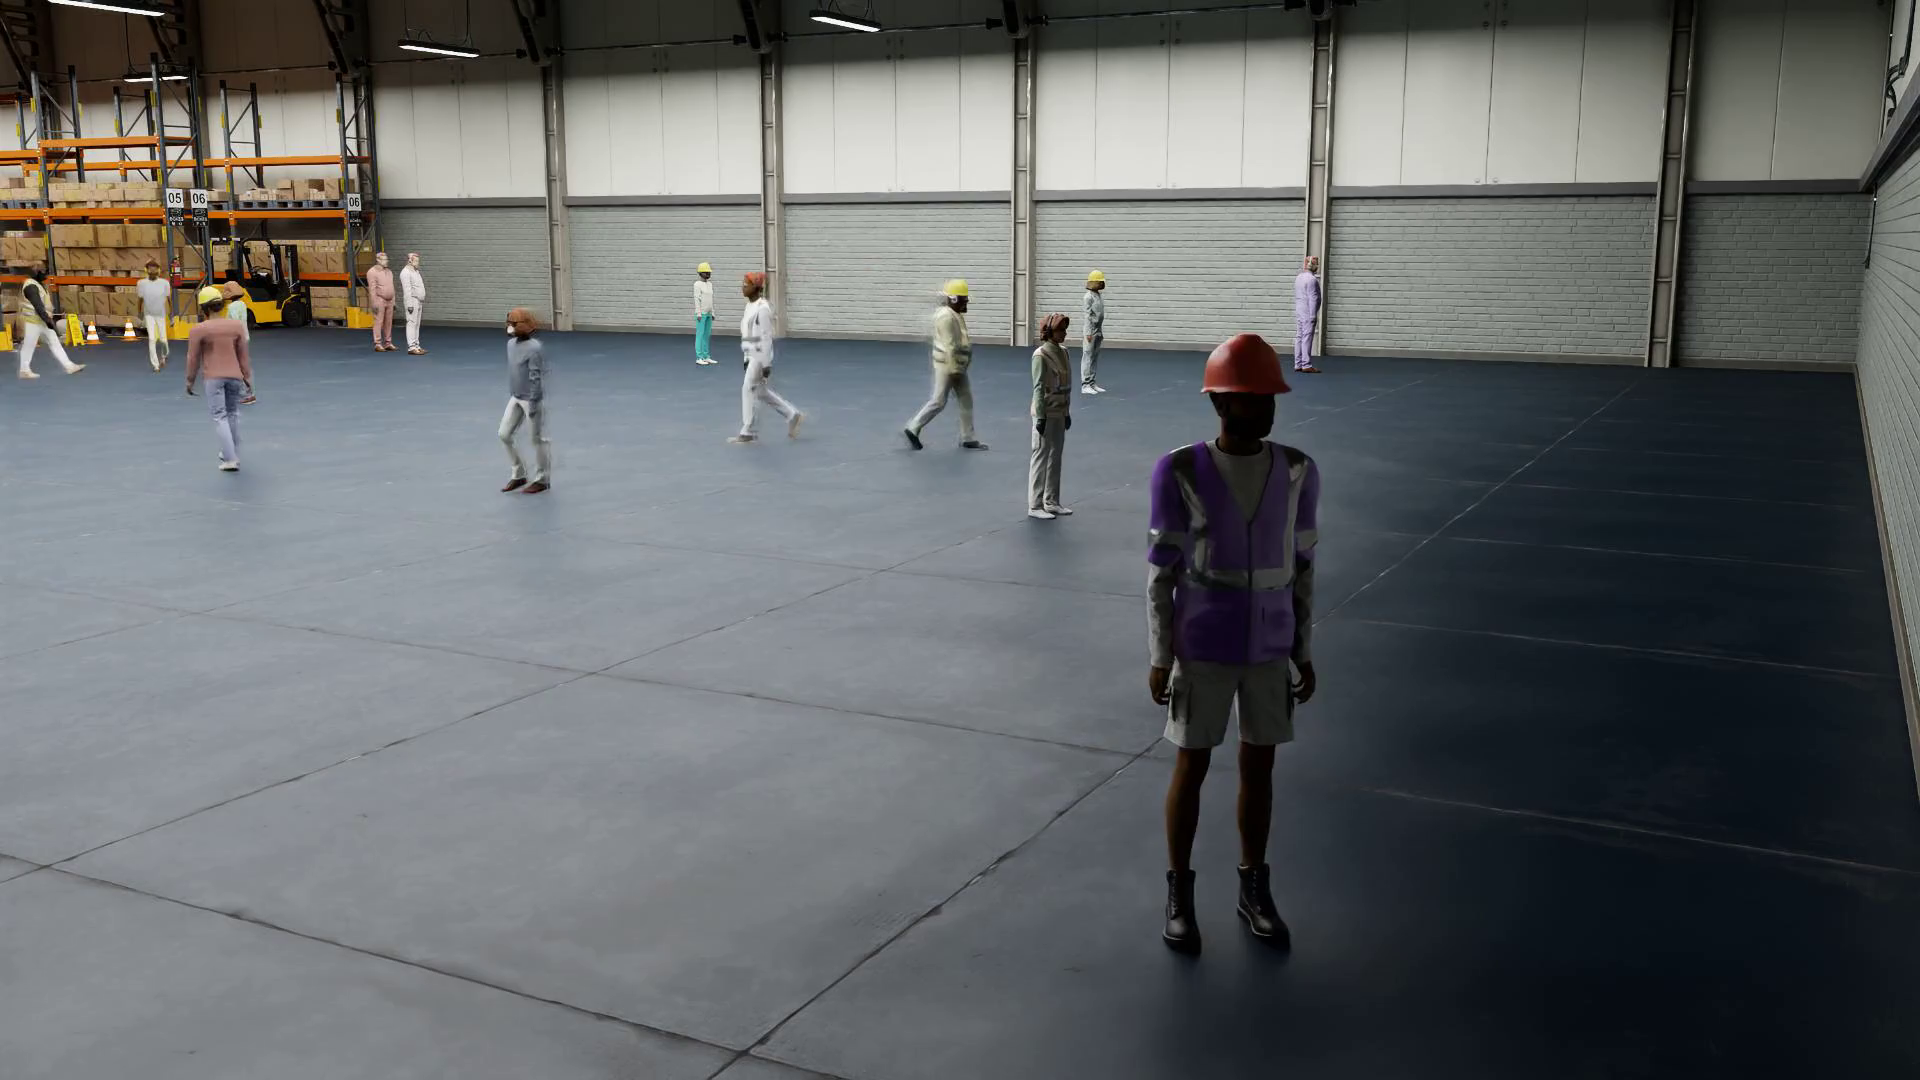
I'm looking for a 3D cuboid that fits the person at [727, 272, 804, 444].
[{"bbox_3d":[-2.112,-1.970,17.985,0.812,1.861,0.572,-3,11,-17],"label":"person"}]

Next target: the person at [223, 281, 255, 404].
[{"bbox_3d":[-9.636,-2.630,22.198,0.279,1.631,0.507,-1,10,-7],"label":"person"}]

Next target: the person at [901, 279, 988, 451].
[{"bbox_3d":[-0.169,-1.817,17.323,0.859,1.802,0.584,3,11,18],"label":"person"}]

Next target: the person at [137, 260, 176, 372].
[{"bbox_3d":[-13.263,-3.692,27.418,0.580,1.844,0.498,-5,11,-24],"label":"person"}]

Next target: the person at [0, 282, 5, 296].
[{"bbox_3d":[-24.066,-6.280,41.292,0.876,1.935,0.605,6,12,28],"label":"person"}]

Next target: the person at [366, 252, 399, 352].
[{"bbox_3d":[-11.166,-4.607,32.236,0.406,1.909,0.647,4,11,22],"label":"person"}]

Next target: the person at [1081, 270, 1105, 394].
[{"bbox_3d":[1.918,-2.958,23.683,0.301,1.745,0.483,5,12,27],"label":"person"}]

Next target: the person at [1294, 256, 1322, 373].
[{"bbox_3d":[5.719,-3.695,27.275,0.402,1.904,0.639,-2,11,-10],"label":"person"}]

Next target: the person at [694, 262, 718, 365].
[{"bbox_3d":[-4.445,-3.945,29.005,0.309,1.769,0.523,4,11,21],"label":"person"}]

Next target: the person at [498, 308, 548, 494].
[{"bbox_3d":[-3.815,-1.192,14.370,0.531,1.612,0.521,10,14,42],"label":"person"}]

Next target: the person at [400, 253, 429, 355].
[{"bbox_3d":[-10.298,-4.455,31.406,0.411,1.908,0.643,0,10,-3],"label":"person"}]

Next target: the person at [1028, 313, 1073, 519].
[{"bbox_3d":[0.722,-0.983,13.231,0.317,1.629,0.508,6,12,28],"label":"person"}]

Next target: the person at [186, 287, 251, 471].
[{"bbox_3d":[-7.142,-1.541,15.934,0.713,1.738,0.552,9,14,41],"label":"person"}]

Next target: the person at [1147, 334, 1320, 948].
[{"bbox_3d":[0.862,0.329,5.224,0.551,1.939,0.356,-1,10,-8],"label":"person"}]

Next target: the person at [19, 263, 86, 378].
[{"bbox_3d":[-14.403,-3.444,26.195,0.993,1.793,0.639,-2,11,-13],"label":"person"}]
